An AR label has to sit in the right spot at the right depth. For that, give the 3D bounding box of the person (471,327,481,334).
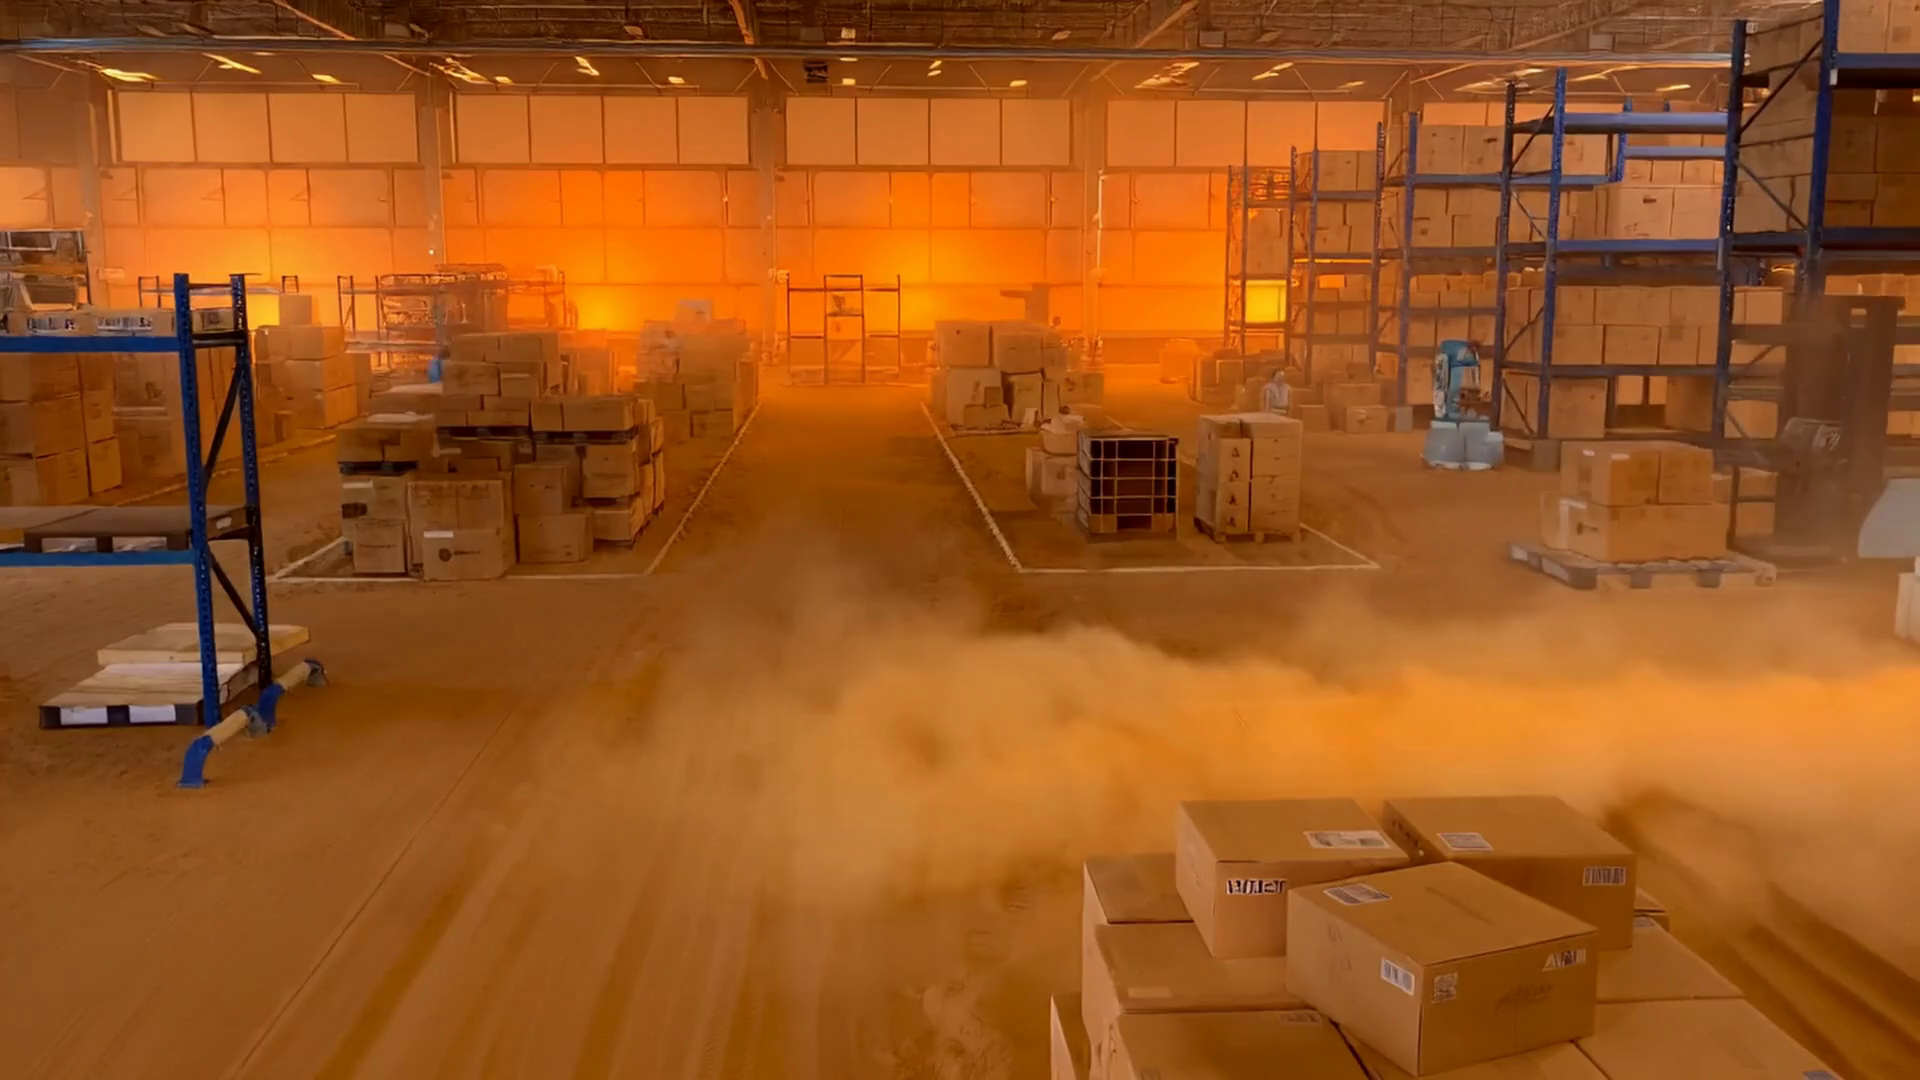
[{"bbox_3d":[-10.653,-3.755,36.723,1.008,1.882,0.652,7,11,36],"label":"person"}]

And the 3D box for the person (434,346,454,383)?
[{"bbox_3d":[-10.134,-3.018,32.883,0.548,1.625,0.371,3,9,16],"label":"person"}]

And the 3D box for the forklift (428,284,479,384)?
[{"bbox_3d":[-11.186,-4.309,37.087,1.129,2.768,1.873,-5,10,-29],"label":"forklift"}]

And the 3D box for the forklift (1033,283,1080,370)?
[{"bbox_3d":[2.077,-5.134,42.265,1.873,2.768,1.129,-1,9,-4],"label":"forklift"}]

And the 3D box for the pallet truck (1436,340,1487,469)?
[{"bbox_3d":[8.004,-2.170,26.422,0.823,1.965,1.885,2,9,14],"label":"pallet truck"}]

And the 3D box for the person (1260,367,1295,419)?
[{"bbox_3d":[4.884,-1.851,25.591,0.530,1.628,0.361,-3,10,-18],"label":"person"}]

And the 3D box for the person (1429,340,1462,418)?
[{"bbox_3d":[8.927,-2.767,30.673,0.631,1.837,0.428,-3,10,-18],"label":"person"}]

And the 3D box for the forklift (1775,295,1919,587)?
[{"bbox_3d":[8.717,-1.000,16.312,1.873,2.768,1.129,-1,9,-4],"label":"forklift"}]
